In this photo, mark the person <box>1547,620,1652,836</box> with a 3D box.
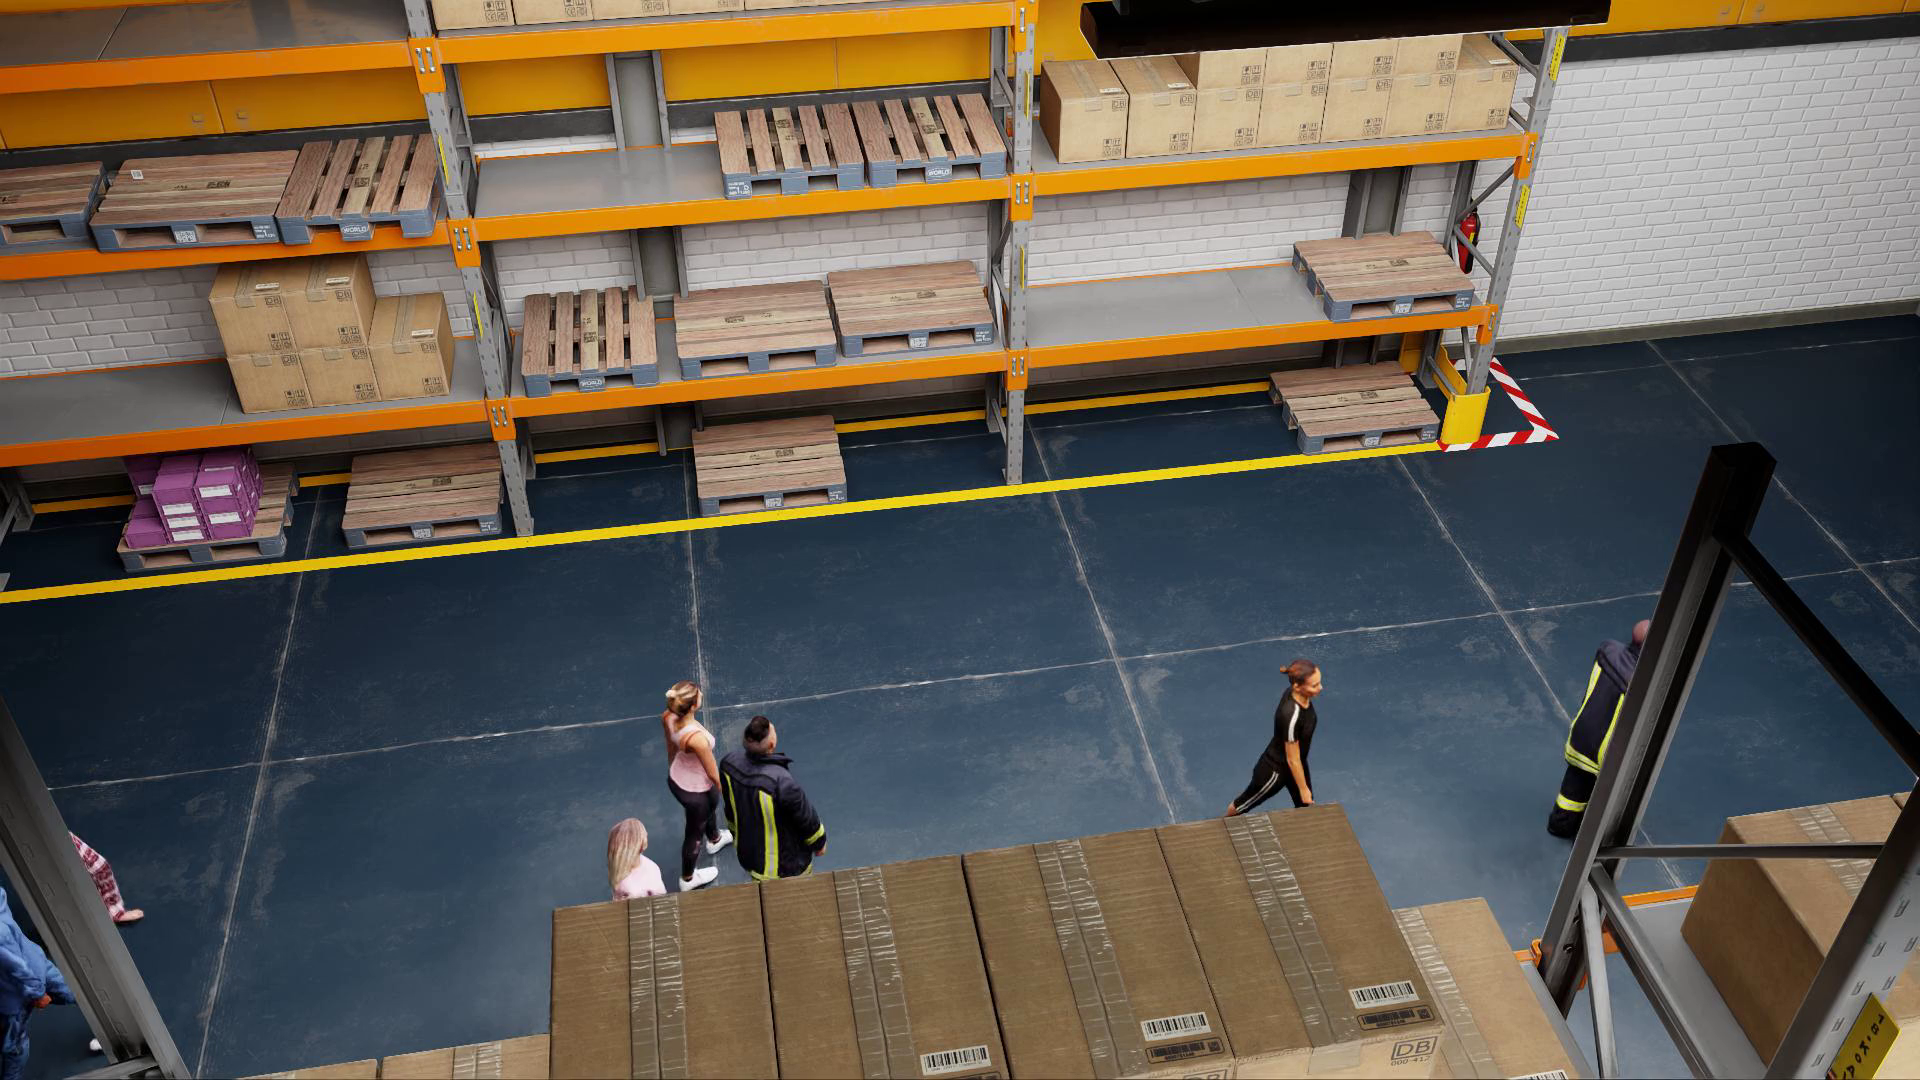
[{"bbox_3d":[3.980,1.207,10.321,0.800,1.808,0.797,-13,40,-16],"label":"person"}]

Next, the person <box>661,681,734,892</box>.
[{"bbox_3d":[-1.687,1.525,10.063,0.870,1.633,0.750,-23,44,-26],"label":"person"}]

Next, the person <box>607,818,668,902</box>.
[{"bbox_3d":[-1.841,2.213,9.173,0.694,1.670,0.673,-10,40,-13],"label":"person"}]

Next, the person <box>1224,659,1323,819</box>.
[{"bbox_3d":[1.910,1.372,10.264,1.143,1.621,1.035,20,43,23],"label":"person"}]

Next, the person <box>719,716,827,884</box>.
[{"bbox_3d":[-1.128,1.773,9.596,1.143,1.830,1.223,27,46,30],"label":"person"}]

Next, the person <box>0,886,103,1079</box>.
[{"bbox_3d":[-5.023,2.296,8.988,1.270,1.769,1.025,-25,45,-28],"label":"person"}]
